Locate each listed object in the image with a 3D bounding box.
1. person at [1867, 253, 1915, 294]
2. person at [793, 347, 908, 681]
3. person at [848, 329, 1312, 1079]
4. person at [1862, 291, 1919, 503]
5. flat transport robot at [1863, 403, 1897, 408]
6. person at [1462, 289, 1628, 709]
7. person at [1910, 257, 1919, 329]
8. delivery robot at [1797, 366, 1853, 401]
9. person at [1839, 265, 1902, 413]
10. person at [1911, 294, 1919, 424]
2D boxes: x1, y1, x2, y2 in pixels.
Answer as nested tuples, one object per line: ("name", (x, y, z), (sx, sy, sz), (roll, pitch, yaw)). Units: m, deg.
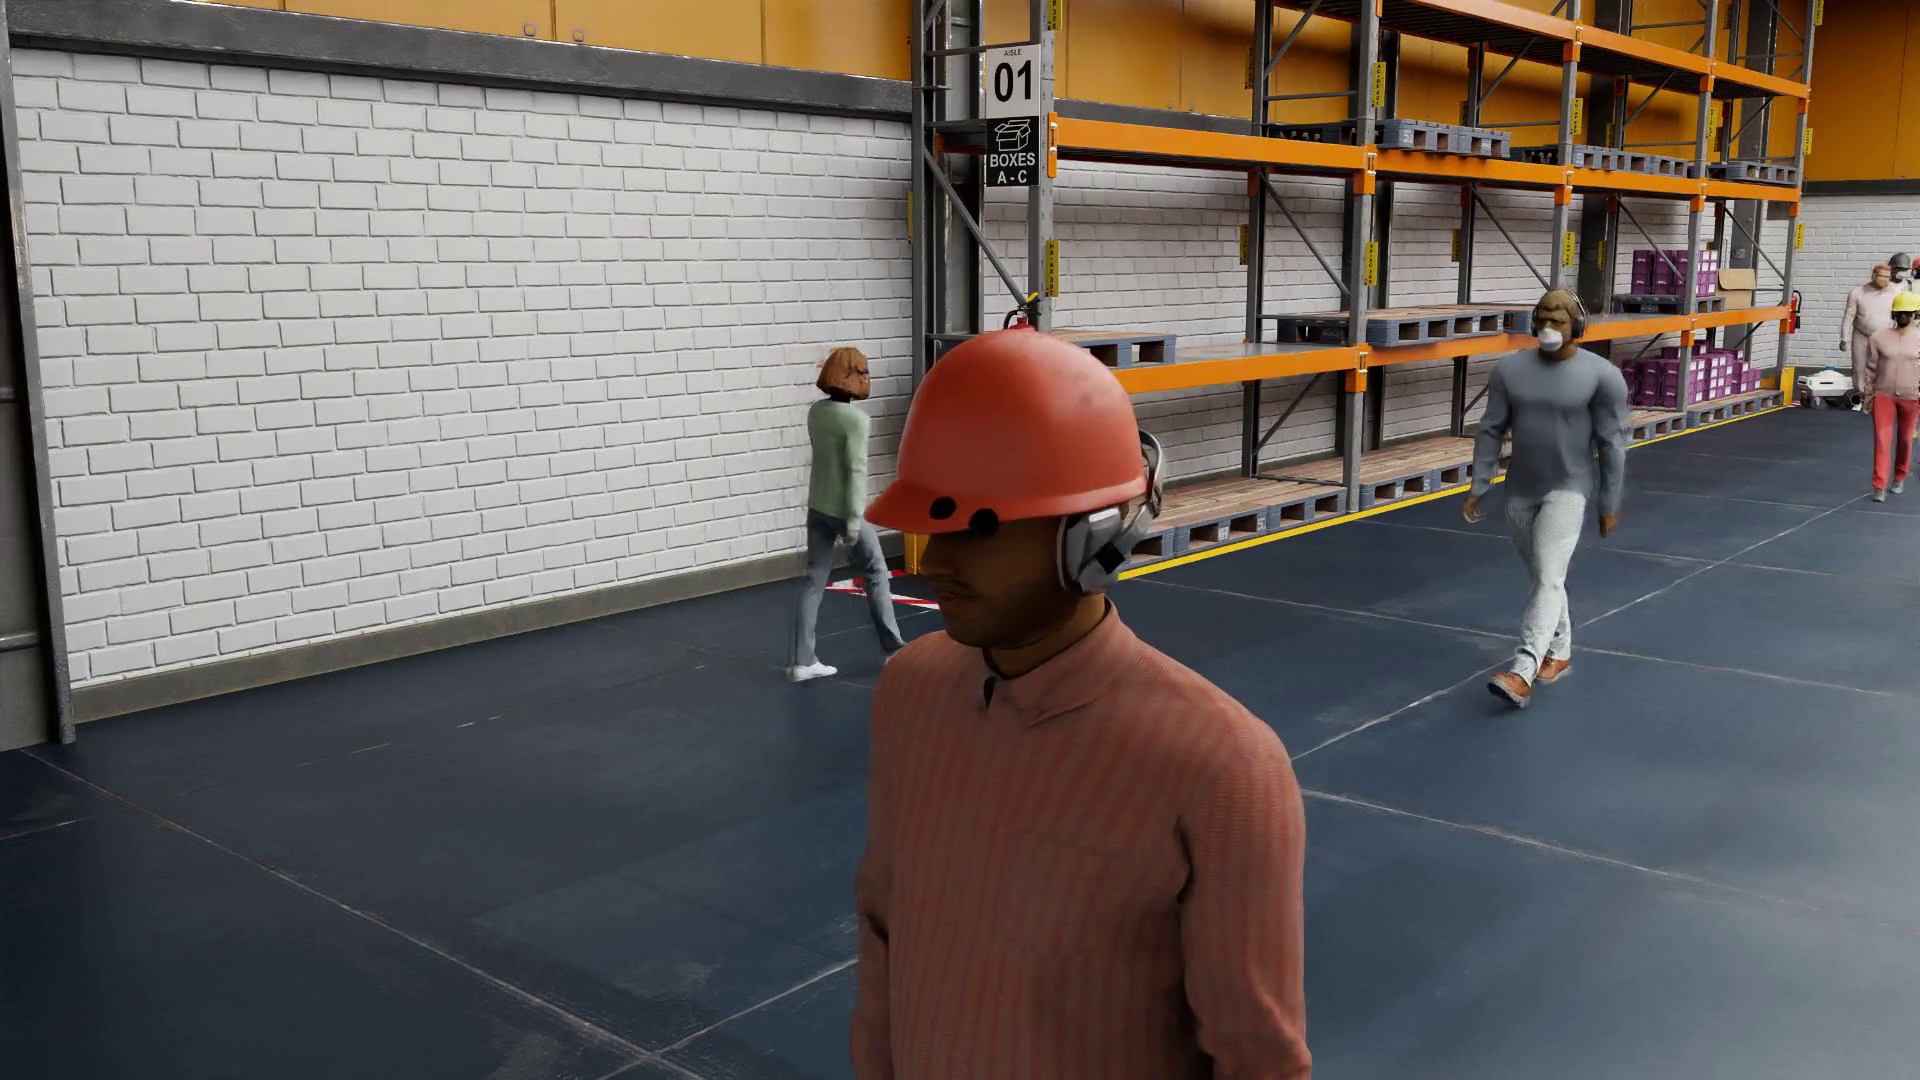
("person", (12.047, -2.712, 21.524), (0.697, 2.000, 0.539), (1, 10, 3))
("person", (-0.505, -0.131, 8.083), (0.789, 1.600, 0.506), (-8, 13, -40))
("person", (0.082, 0.762, 1.879), (0.400, 1.989, 0.623), (-10, 14, -43))
("person", (7.811, -1.204, 13.828), (0.532, 1.728, 0.883), (6, 12, 30))
("flat transport robot", (12.285, -1.862, 21.719), (0.652, 0.197, 1.431), (8, 13, 39))
("person", (2.656, -0.198, 7.642), (1.024, 1.882, 0.640), (-9, 13, -42))
("person", (12.439, -2.700, 21.682), (0.613, 1.947, 0.955), (3, 10, 15))
("delivery robot", (11.226, -2.012, 21.498), (0.707, 0.478, 0.477), (0, 10, -3))
("person", (11.434, -2.510, 20.883), (0.677, 1.853, 0.990), (5, 11, 27))
("person", (11.593, -2.291, 19.671), (0.566, 1.854, 0.774), (2, 10, 13))
